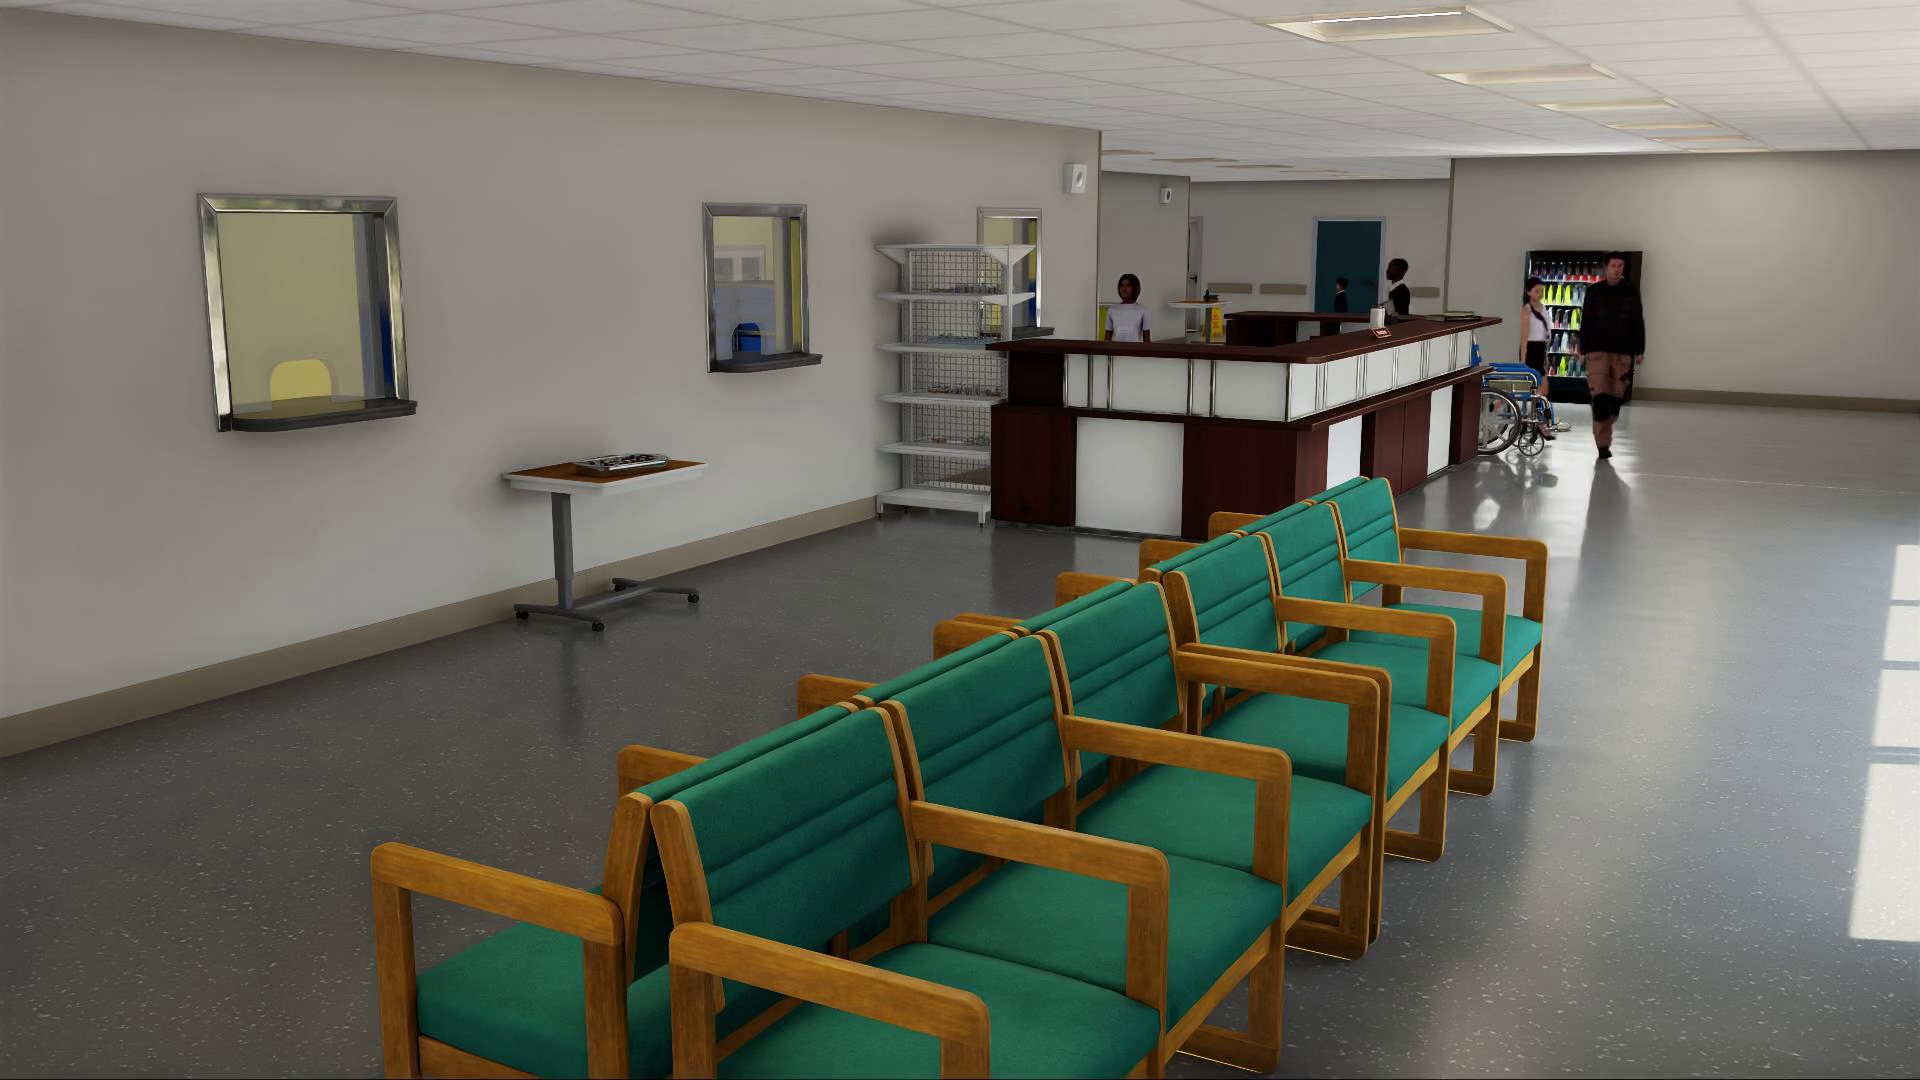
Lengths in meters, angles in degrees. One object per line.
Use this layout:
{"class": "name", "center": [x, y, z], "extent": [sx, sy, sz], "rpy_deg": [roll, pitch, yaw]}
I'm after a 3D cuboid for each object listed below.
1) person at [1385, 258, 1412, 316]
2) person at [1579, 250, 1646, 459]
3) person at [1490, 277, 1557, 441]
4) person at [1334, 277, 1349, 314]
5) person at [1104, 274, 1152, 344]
{"class": "person", "center": [4.683, -2.048, 17.487], "extent": [0.769, 1.798, 0.740], "rpy_deg": [1, 11, 8]}
{"class": "person", "center": [6.051, -1.724, 15.514], "extent": [1.225, 1.898, 1.046], "rpy_deg": [1, 11, 7]}
{"class": "person", "center": [5.657, -1.798, 16.662], "extent": [1.077, 1.615, 0.770], "rpy_deg": [9, 14, 41]}
{"class": "person", "center": [6.868, -4.083, 29.797], "extent": [0.719, 1.207, 0.533], "rpy_deg": [5, 12, 27]}
{"class": "person", "center": [1.509, -1.547, 15.060], "extent": [0.530, 1.719, 0.686], "rpy_deg": [3, 11, 18]}
